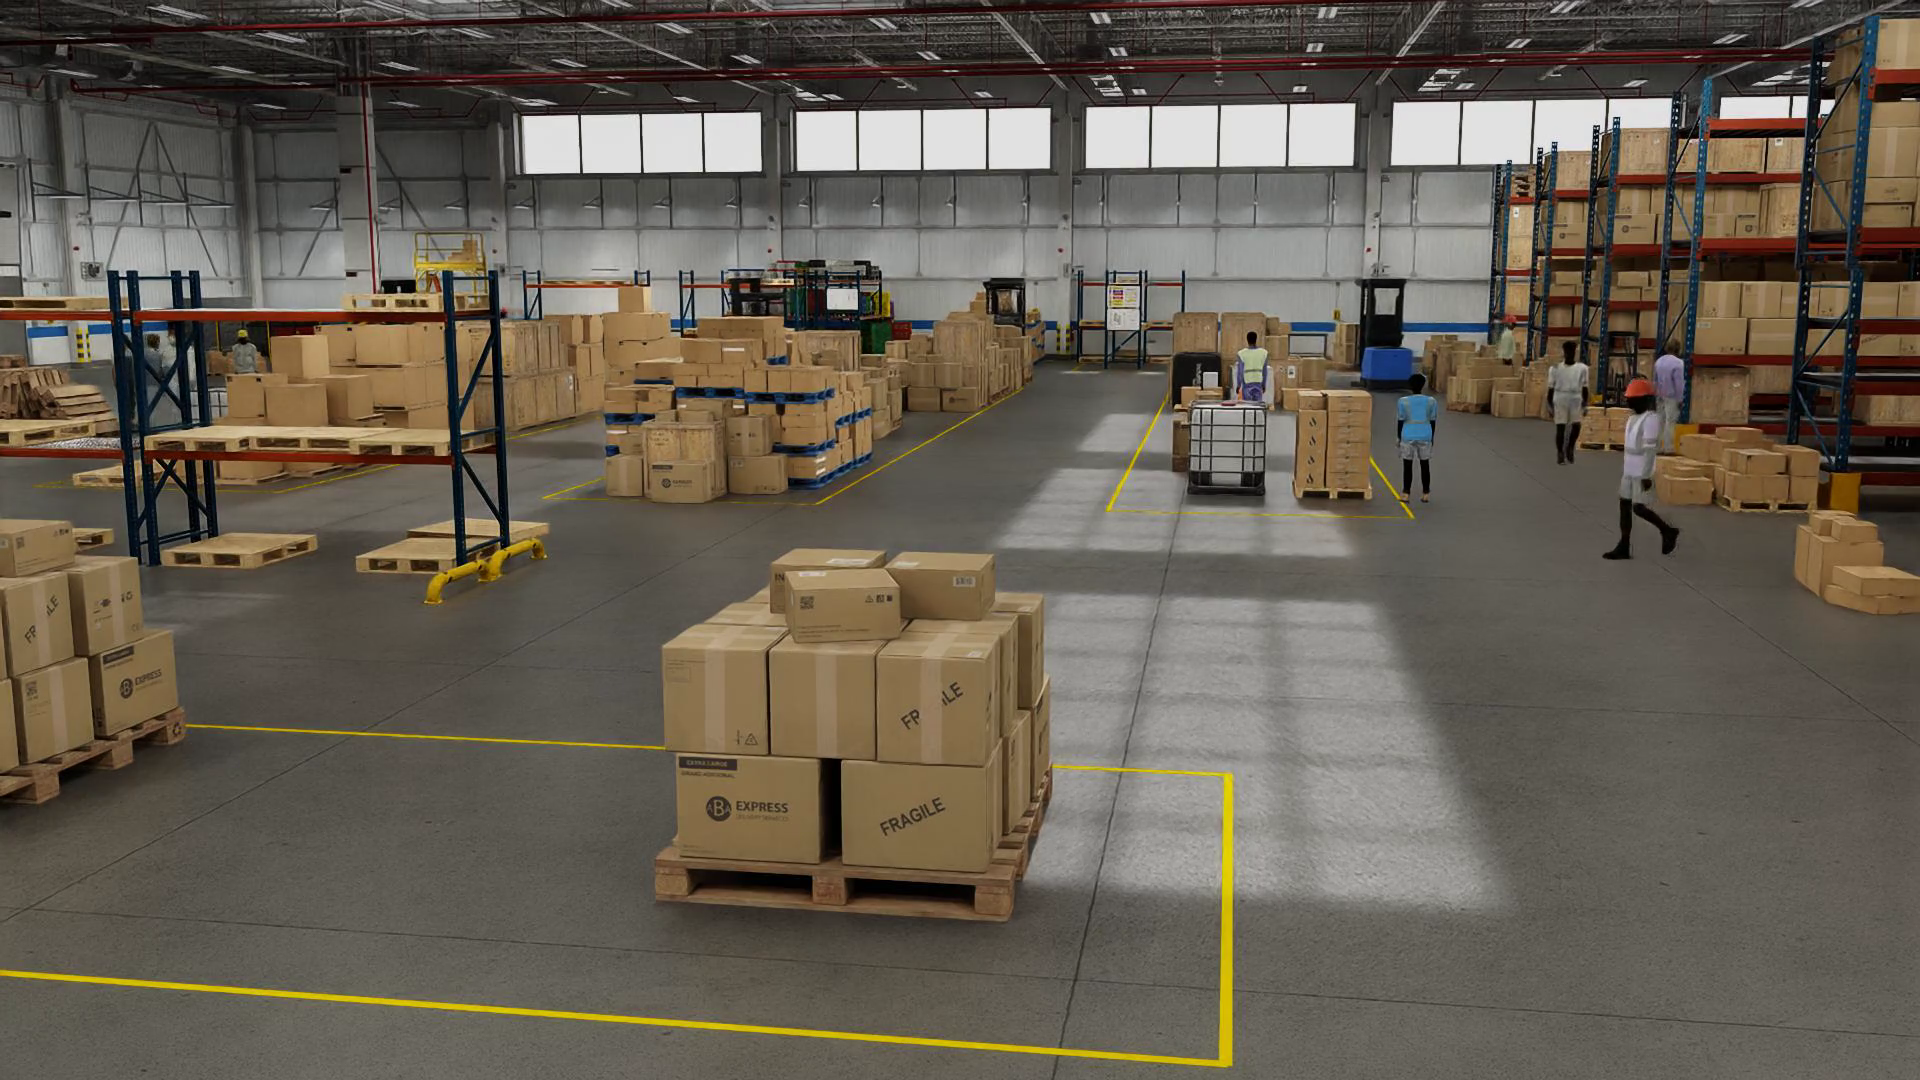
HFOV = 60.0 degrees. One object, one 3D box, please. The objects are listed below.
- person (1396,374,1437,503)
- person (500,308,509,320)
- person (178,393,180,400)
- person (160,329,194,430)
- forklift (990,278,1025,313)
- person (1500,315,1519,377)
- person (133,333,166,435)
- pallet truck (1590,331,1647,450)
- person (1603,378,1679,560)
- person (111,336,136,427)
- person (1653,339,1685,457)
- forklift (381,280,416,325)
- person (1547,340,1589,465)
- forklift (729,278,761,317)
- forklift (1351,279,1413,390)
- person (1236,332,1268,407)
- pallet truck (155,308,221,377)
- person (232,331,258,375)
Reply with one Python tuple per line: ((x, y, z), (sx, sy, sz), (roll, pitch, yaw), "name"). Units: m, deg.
((5.951, -1.322, 21.718), (0.536, 1.692, 0.322), (0, 9, 0), "person")
((-13.909, -6.126, 50.763), (1.034, 1.875, 0.567), (5, 10, 26), "person")
((-17.888, -3.937, 38.047), (0.519, 1.633, 0.311), (5, 11, 30), "person")
((-14.975, -3.088, 31.897), (0.638, 1.924, 0.714), (0, 9, 0), "person")
((1.322, -5.927, 46.470), (1.129, 2.768, 1.873), (1, 9, 9), "forklift")
((12.897, -4.335, 39.419), (0.657, 1.981, 0.612), (2, 9, 13), "person")
((-14.618, -2.780, 30.048), (0.663, 1.908, 0.457), (6, 11, 34), "person")
((11.253, -2.573, 28.499), (0.823, 1.965, 1.885), (5, 10, 27), "pallet truck")
((7.149, -0.730, 17.377), (0.693, 1.923, 0.560), (-1, 9, -7), "person")
((-16.191, -3.093, 32.365), (0.531, 1.795, 0.986), (-7, 11, -35), "person")
((11.468, -2.285, 26.904), (0.355, 1.936, 0.635), (-3, 10, -16), "person")
((-11.957, -4.169, 35.627), (1.873, 2.768, 1.129), (1, 9, 9), "forklift")
((9.450, -2.123, 25.848), (0.639, 1.949, 0.426), (1, 9, 8), "person")
((-5.786, -5.667, 44.865), (1.873, 2.768, 1.129), (7, 11, 35), "forklift")
((10.763, -5.235, 42.201), (1.129, 2.768, 1.873), (0, 9, 0), "forklift")
((5.366, -2.866, 30.563), (0.587, 1.915, 0.394), (-2, 9, -10), "person")
((-21.869, -5.598, 47.154), (0.823, 1.965, 1.885), (4, 10, 26), "pallet truck")
((-15.683, -3.727, 36.494), (0.501, 1.715, 0.477), (-2, 9, -13), "person")
